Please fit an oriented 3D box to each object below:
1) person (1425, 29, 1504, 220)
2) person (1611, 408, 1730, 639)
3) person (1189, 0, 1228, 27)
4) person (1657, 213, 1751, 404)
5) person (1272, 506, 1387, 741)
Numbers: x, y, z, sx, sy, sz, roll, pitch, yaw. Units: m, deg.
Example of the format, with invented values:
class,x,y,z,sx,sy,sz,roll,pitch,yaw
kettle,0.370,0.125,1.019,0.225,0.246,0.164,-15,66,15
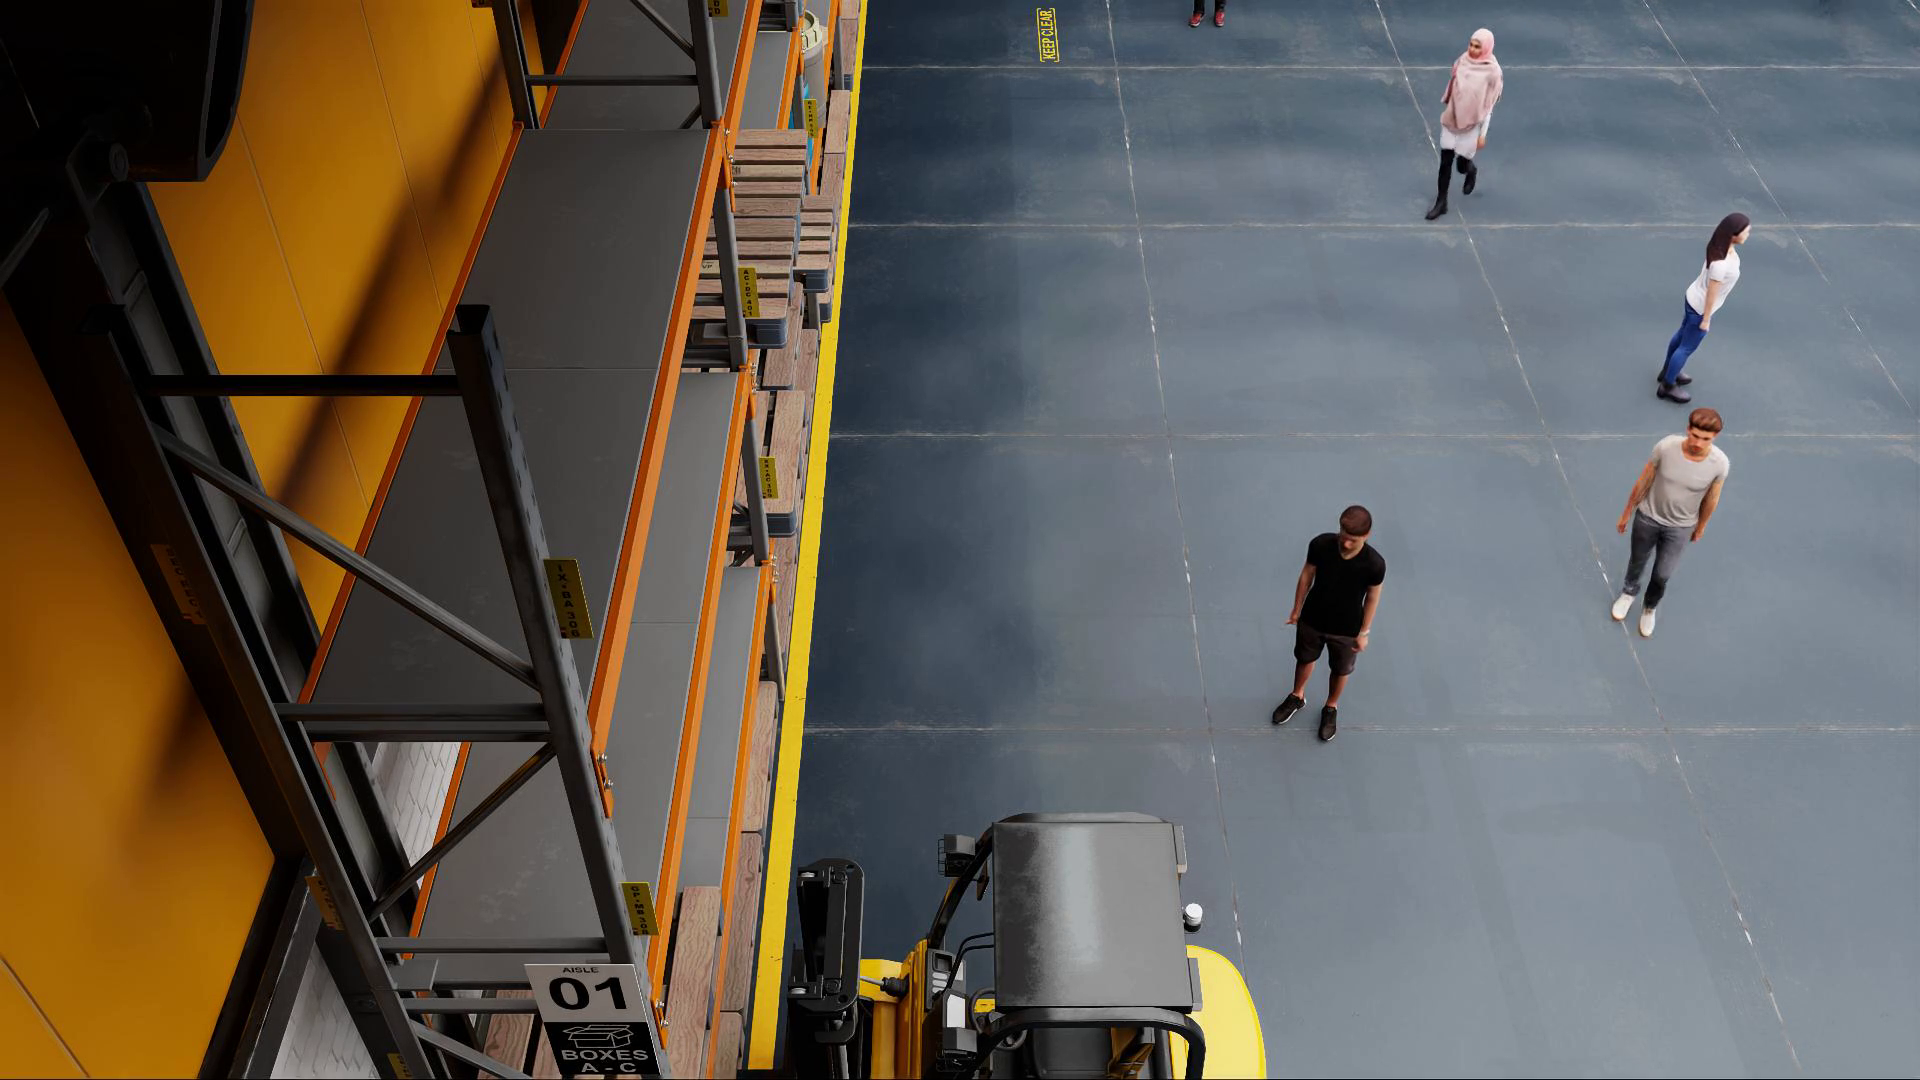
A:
class,x,y,z,sx,sy,sz,roll,pitch,yaw
person,4.544,-3.722,14.849,0.928,1.792,1.000,33,52,30
person,4.724,-0.204,11.093,0.808,1.879,0.837,24,49,23
person,2.733,-6.360,17.604,0.723,1.812,0.759,10,44,10
person,5.749,-1.815,12.928,0.709,1.681,0.549,10,45,11
person,2.339,0.479,10.389,0.768,1.861,0.761,21,47,20
